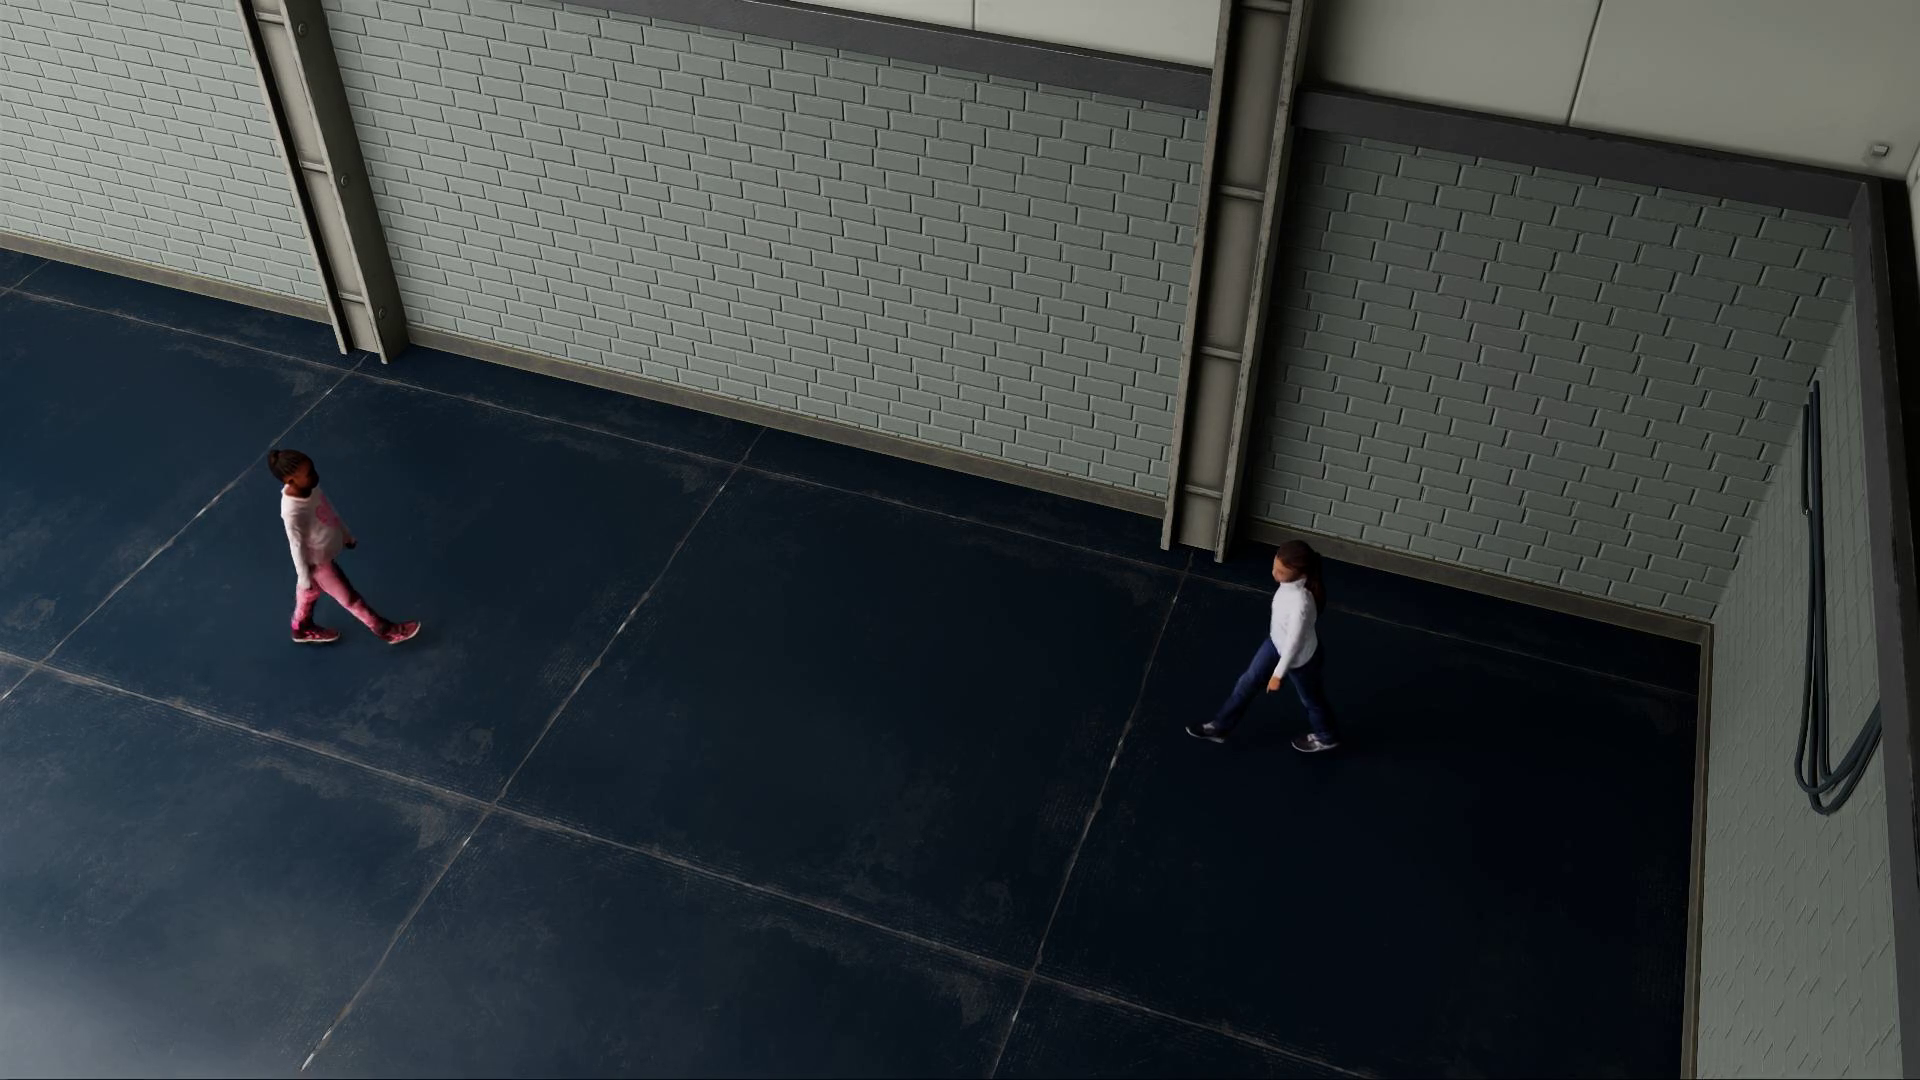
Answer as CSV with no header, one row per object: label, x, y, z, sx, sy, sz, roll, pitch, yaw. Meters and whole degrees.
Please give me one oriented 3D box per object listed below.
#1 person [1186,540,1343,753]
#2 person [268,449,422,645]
person,1.800,0.579,8.573,1.133,1.508,0.838,-2,42,-2
person,-3.626,0.081,9.191,1.070,1.414,0.828,-3,42,-3
